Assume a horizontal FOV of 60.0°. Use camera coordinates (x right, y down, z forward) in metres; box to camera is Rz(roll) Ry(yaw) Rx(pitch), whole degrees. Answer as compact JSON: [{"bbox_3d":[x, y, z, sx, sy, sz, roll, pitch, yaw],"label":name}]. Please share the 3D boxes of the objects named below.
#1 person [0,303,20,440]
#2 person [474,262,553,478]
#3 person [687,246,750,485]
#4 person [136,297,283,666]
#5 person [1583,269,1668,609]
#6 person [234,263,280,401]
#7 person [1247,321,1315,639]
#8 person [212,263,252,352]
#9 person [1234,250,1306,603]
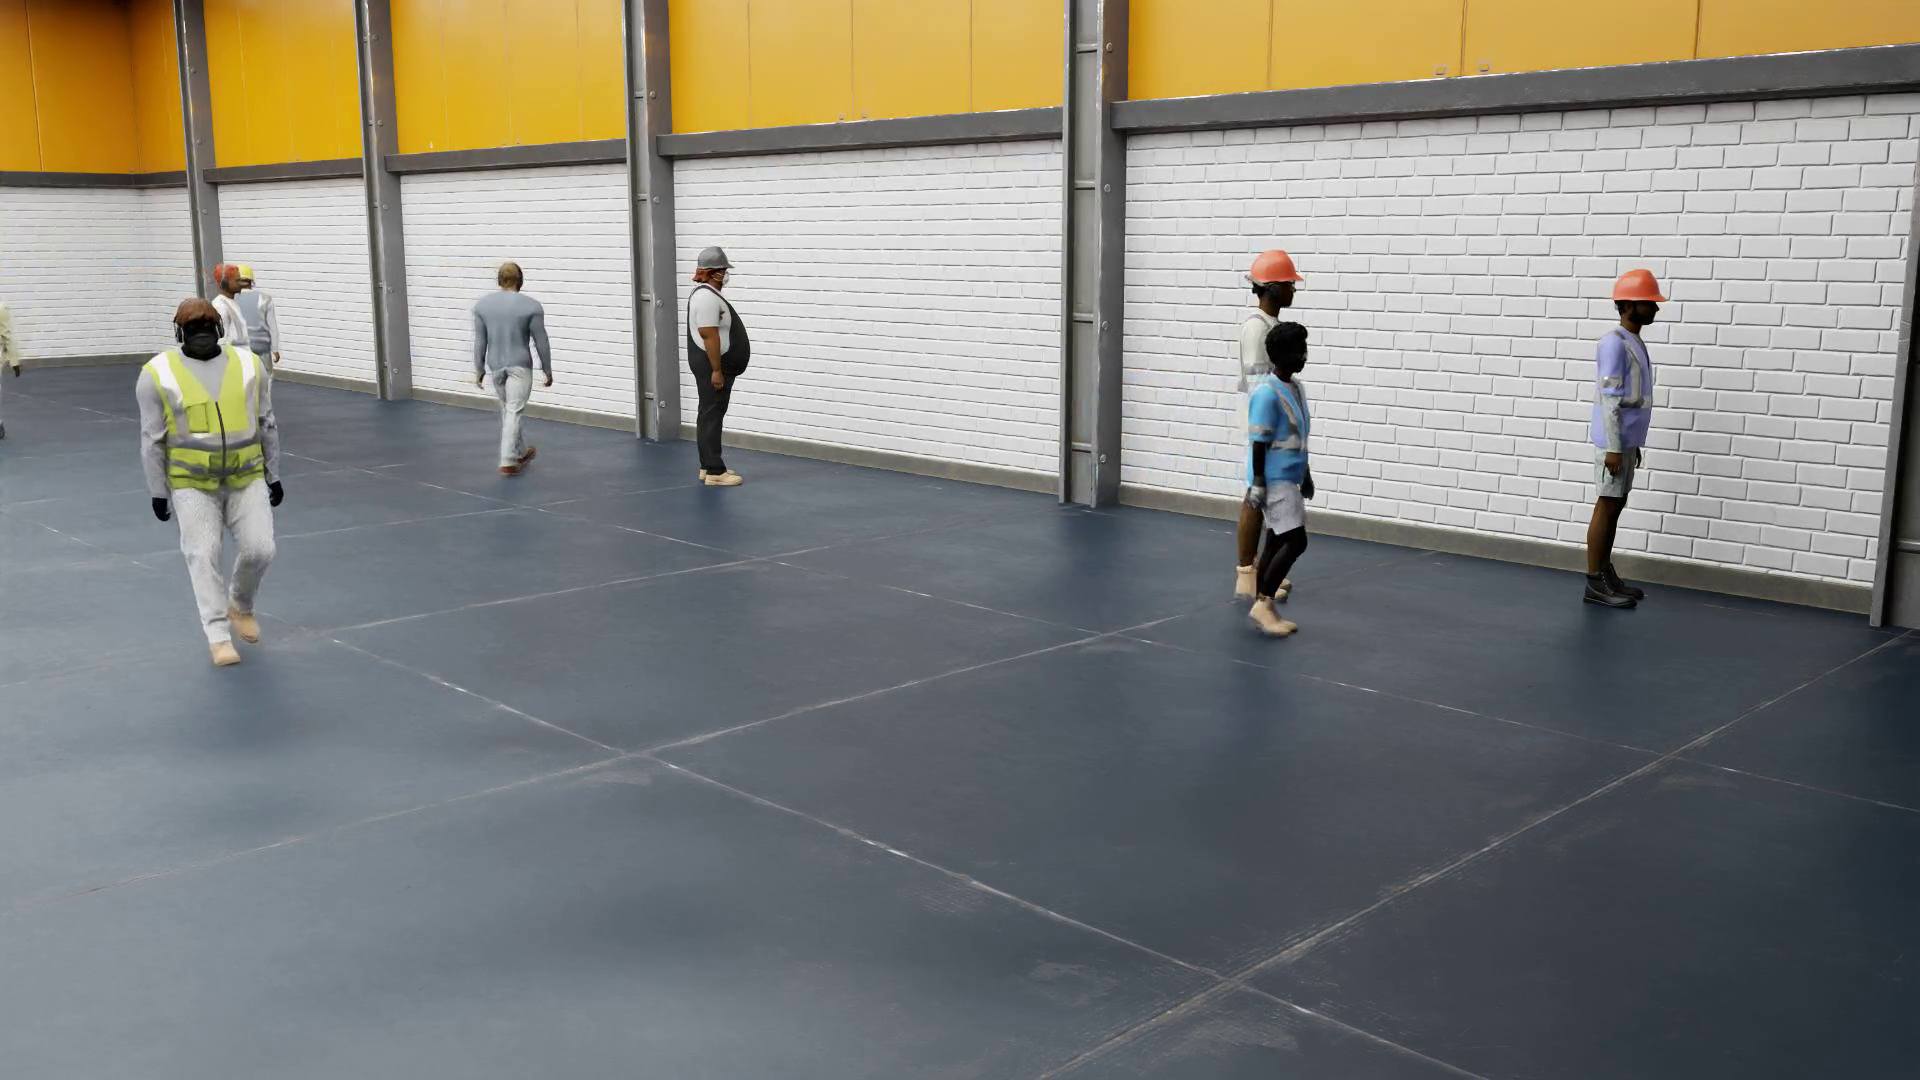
[{"bbox_3d":[-9.977,-1.866,17.039,0.633,1.788,0.879,-1,10,-5],"label":"person"},{"bbox_3d":[-3.980,-1.538,14.947,0.659,1.885,0.997,2,11,11],"label":"person"},{"bbox_3d":[-2.075,-1.504,14.344,0.535,2.000,0.674,-3,11,-14],"label":"person"},{"bbox_3d":[-3.731,-0.294,8.314,0.654,1.832,0.433,-8,13,-36],"label":"person"},{"bbox_3d":[3.838,-0.584,9.608,0.361,1.940,0.543,7,12,32],"label":"person"},{"bbox_3d":[-7.821,-2.125,18.316,0.617,1.821,0.426,-3,11,-16],"label":"person"},{"bbox_3d":[1.725,-0.311,8.815,0.401,1.686,0.540,5,11,25],"label":"person"},{"bbox_3d":[-6.616,-1.569,15.159,0.358,1.885,0.580,-3,11,-17],"label":"person"},{"bbox_3d":[1.812,-0.666,9.762,0.372,2.043,0.615,3,11,16],"label":"person"}]
